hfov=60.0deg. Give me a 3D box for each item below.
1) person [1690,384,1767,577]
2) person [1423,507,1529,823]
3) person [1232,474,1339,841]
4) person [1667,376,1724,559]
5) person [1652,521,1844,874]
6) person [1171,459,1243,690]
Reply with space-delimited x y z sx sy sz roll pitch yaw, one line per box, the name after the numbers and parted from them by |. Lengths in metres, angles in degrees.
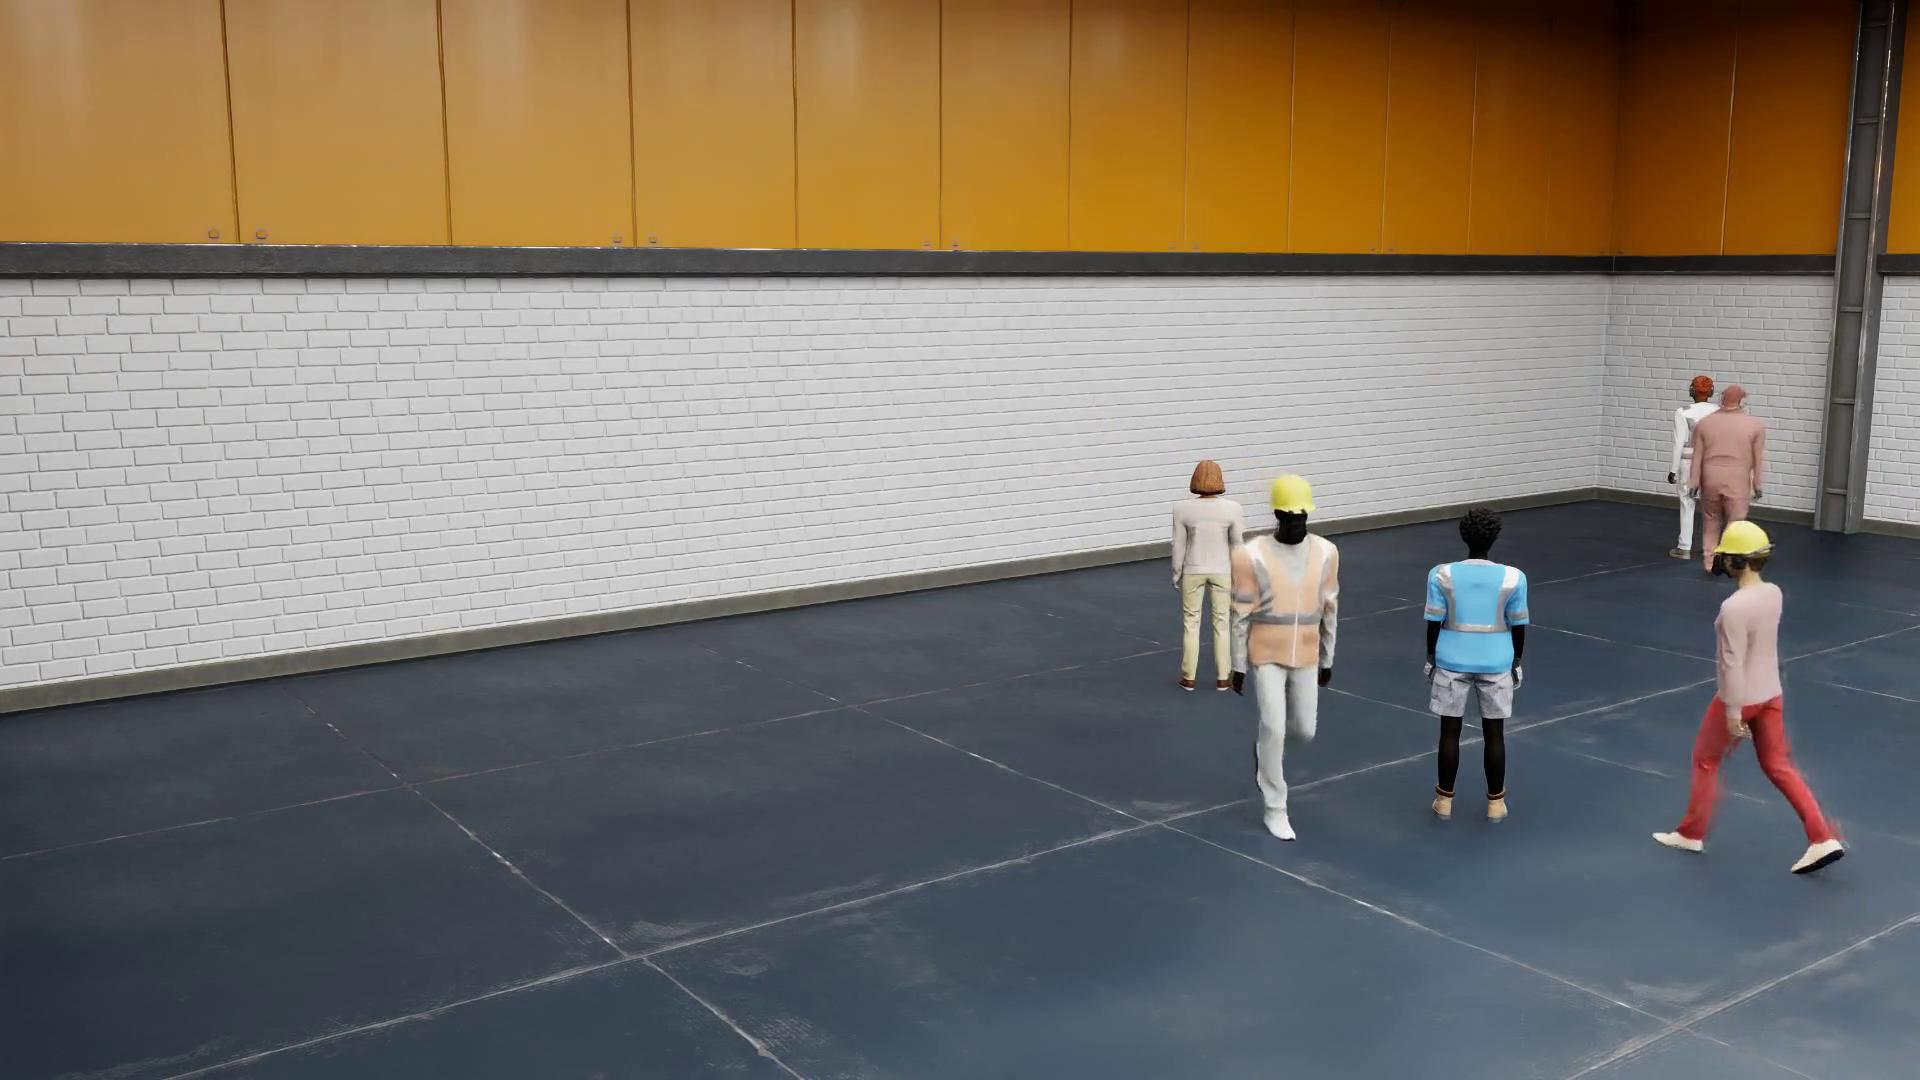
7.323 -0.551 15.903 0.678 1.879 0.710 7 12 37 | person
2.753 0.669 8.913 0.540 1.695 0.317 2 10 15 | person
1.698 0.581 8.824 0.588 1.907 0.690 -2 9 -11 | person
7.549 -0.739 17.025 0.585 1.882 0.337 -1 9 -4 | person
3.946 0.774 8.196 0.532 1.731 0.854 -6 11 -34 | person
1.731 0.250 11.688 0.500 1.636 0.280 1 9 5 | person
